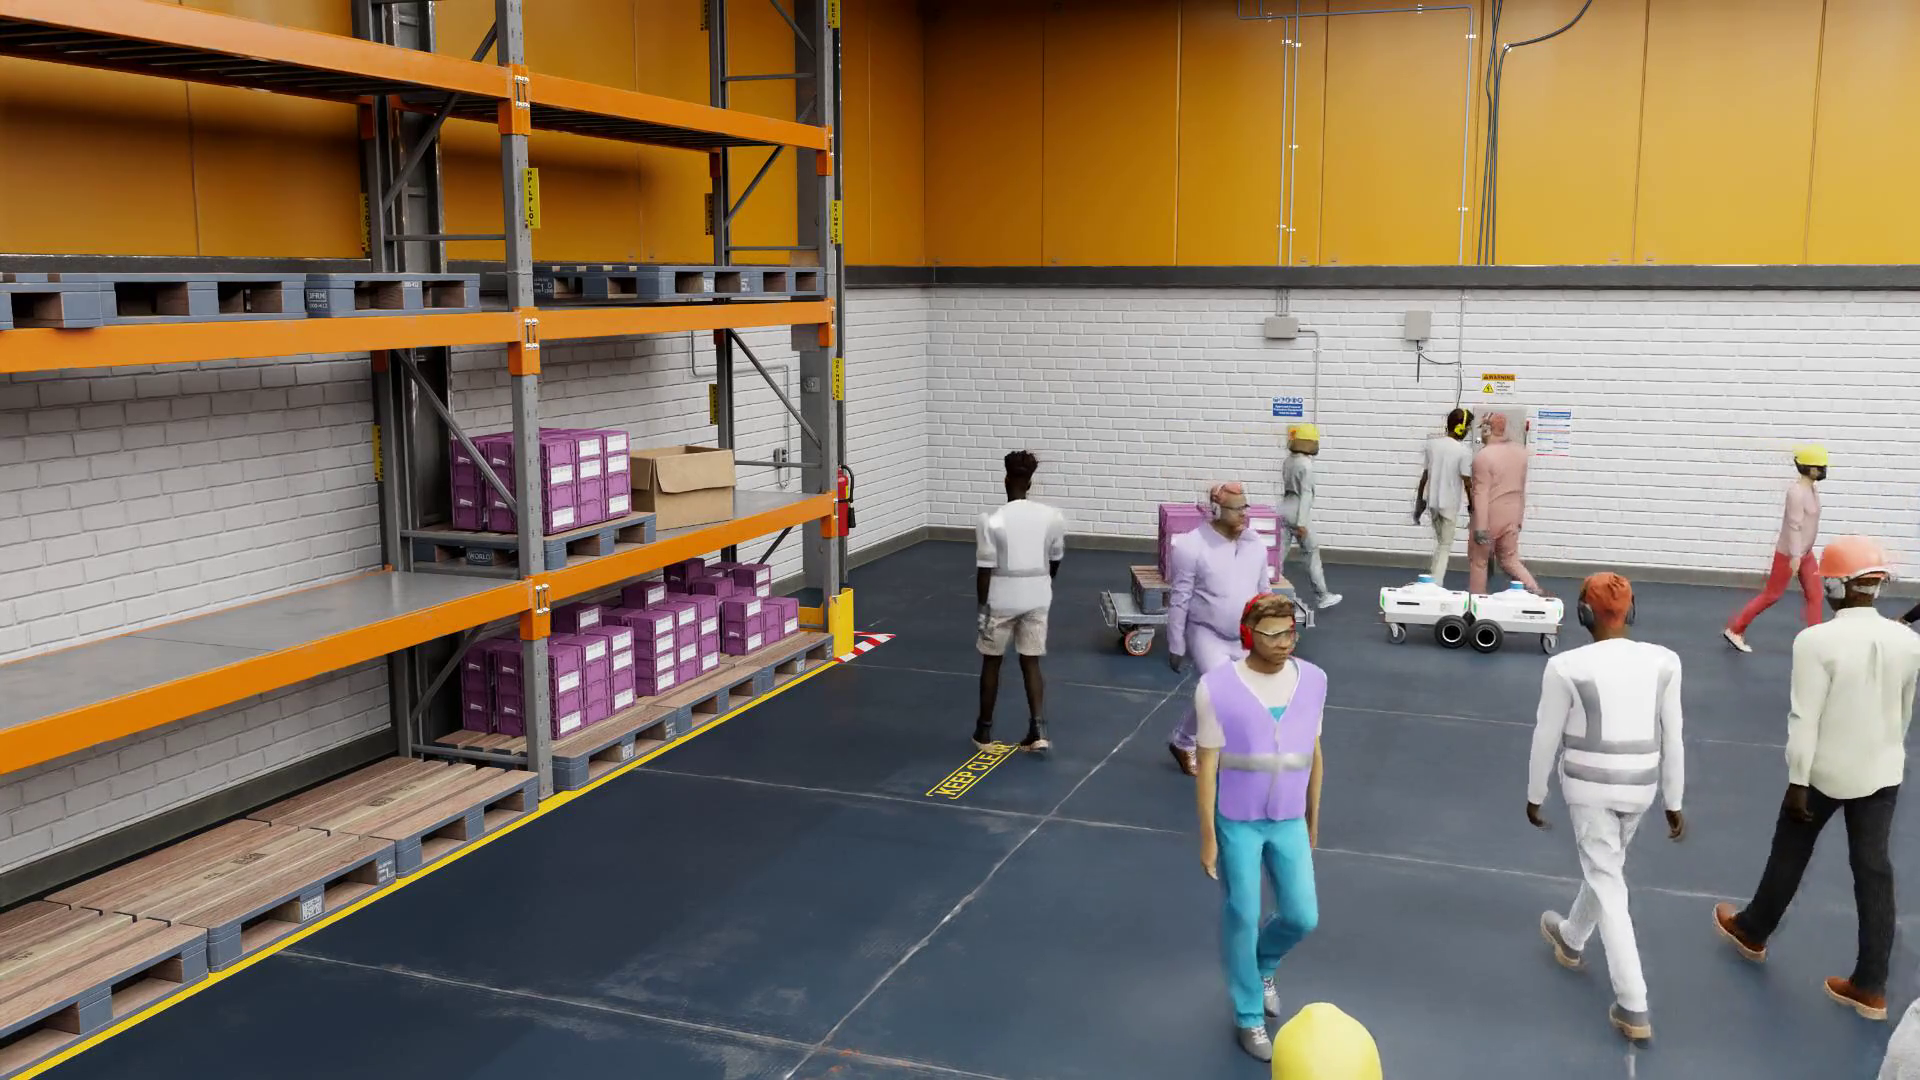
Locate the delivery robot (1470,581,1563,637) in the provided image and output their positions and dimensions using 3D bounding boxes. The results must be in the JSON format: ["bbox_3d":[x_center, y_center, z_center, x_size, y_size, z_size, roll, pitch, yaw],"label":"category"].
[{"bbox_3d":[4.500,0.576,13.454,0.707,0.478,0.477,2,9,15],"label":"delivery robot"}]

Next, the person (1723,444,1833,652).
[{"bbox_3d":[6.562,0.086,13.180,0.886,1.729,0.535,9,13,44],"label":"person"}]

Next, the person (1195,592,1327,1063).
[{"bbox_3d":[1.164,1.097,6.492,0.576,1.828,0.430,-3,9,-16],"label":"person"}]

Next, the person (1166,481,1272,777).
[{"bbox_3d":[1.504,0.563,9.739,0.646,1.867,0.968,-5,11,-31],"label":"person"}]

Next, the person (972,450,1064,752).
[{"bbox_3d":[0.379,0.395,10.563,0.620,1.932,0.667,-3,9,-17],"label":"person"}]

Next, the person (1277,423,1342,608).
[{"bbox_3d":[3.101,-0.197,14.997,0.828,1.698,0.493,-4,10,-25],"label":"person"}]

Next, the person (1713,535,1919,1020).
[{"bbox_3d":[3.683,0.944,7.060,0.658,1.943,0.973,-2,9,-10],"label":"person"}]

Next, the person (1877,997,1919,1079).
[{"bbox_3d":[3.491,1.250,5.361,0.668,1.881,1.010,-6,11,-35],"label":"person"}]

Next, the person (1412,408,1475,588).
[{"bbox_3d":[4.448,-0.288,15.173,0.664,1.830,0.596,-7,11,-36],"label":"person"}]

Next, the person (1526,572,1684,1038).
[{"bbox_3d":[2.659,1.034,6.892,0.591,1.824,1.030,-1,9,-7],"label":"person"}]

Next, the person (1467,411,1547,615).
[{"bbox_3d":[4.699,-0.177,14.356,0.660,1.875,0.817,-6,11,-34],"label":"person"}]

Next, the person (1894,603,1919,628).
[{"bbox_3d":[7.821,0.112,13.180,0.756,1.675,0.537,4,10,25],"label":"person"}]

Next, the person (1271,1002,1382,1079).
[{"bbox_3d":[0.642,1.689,2.977,0.533,1.765,0.322,-4,10,-24],"label":"person"}]

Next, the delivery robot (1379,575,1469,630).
[{"bbox_3d":[3.833,0.530,13.745,0.707,0.478,0.477,3,9,16],"label":"delivery robot"}]
